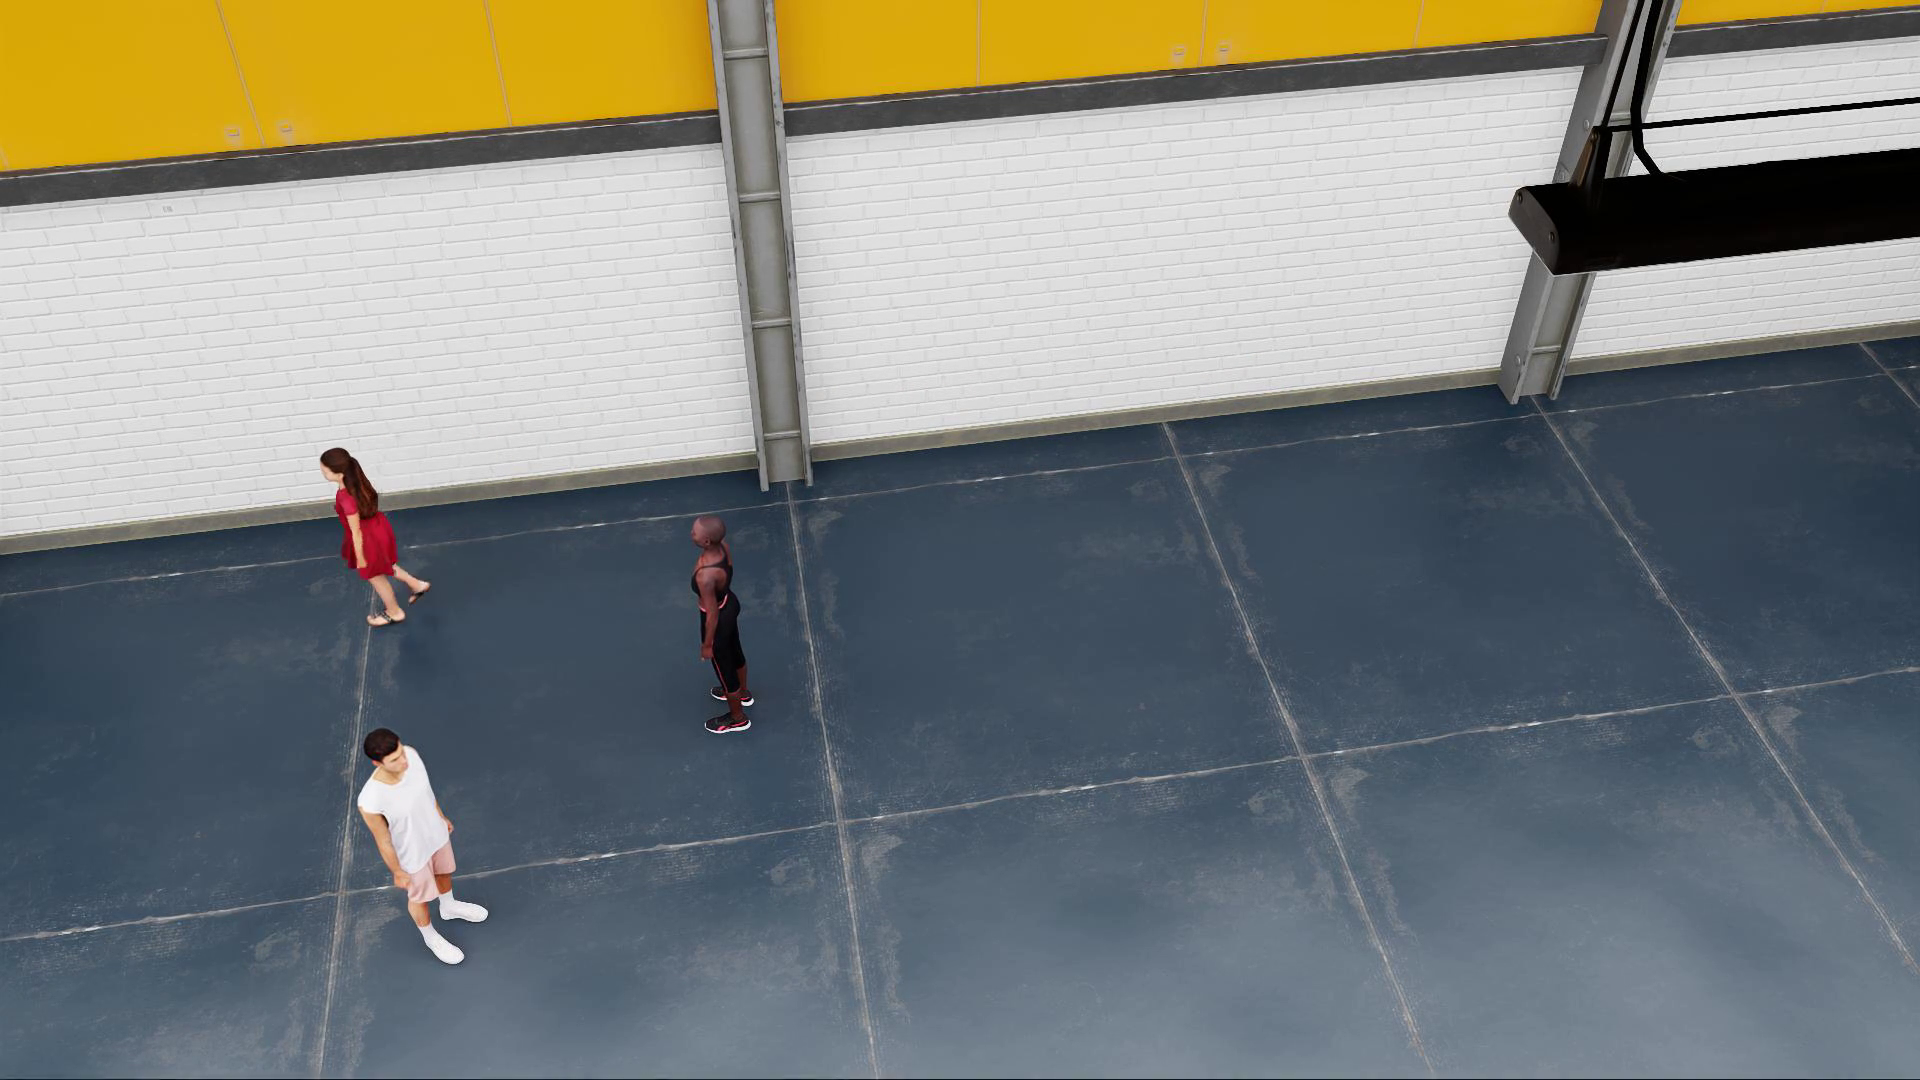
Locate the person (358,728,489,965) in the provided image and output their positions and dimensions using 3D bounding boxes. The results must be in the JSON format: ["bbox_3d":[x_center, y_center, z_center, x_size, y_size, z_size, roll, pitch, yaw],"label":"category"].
[{"bbox_3d":[-3.001,1.640,9.140,0.729,1.789,0.726,12,45,13],"label":"person"}]

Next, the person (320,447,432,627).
[{"bbox_3d":[-3.868,-0.035,11.079,0.731,1.541,0.550,-5,44,-6],"label":"person"}]

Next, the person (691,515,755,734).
[{"bbox_3d":[-1.481,0.506,10.353,0.608,1.758,0.634,3,44,3],"label":"person"}]
